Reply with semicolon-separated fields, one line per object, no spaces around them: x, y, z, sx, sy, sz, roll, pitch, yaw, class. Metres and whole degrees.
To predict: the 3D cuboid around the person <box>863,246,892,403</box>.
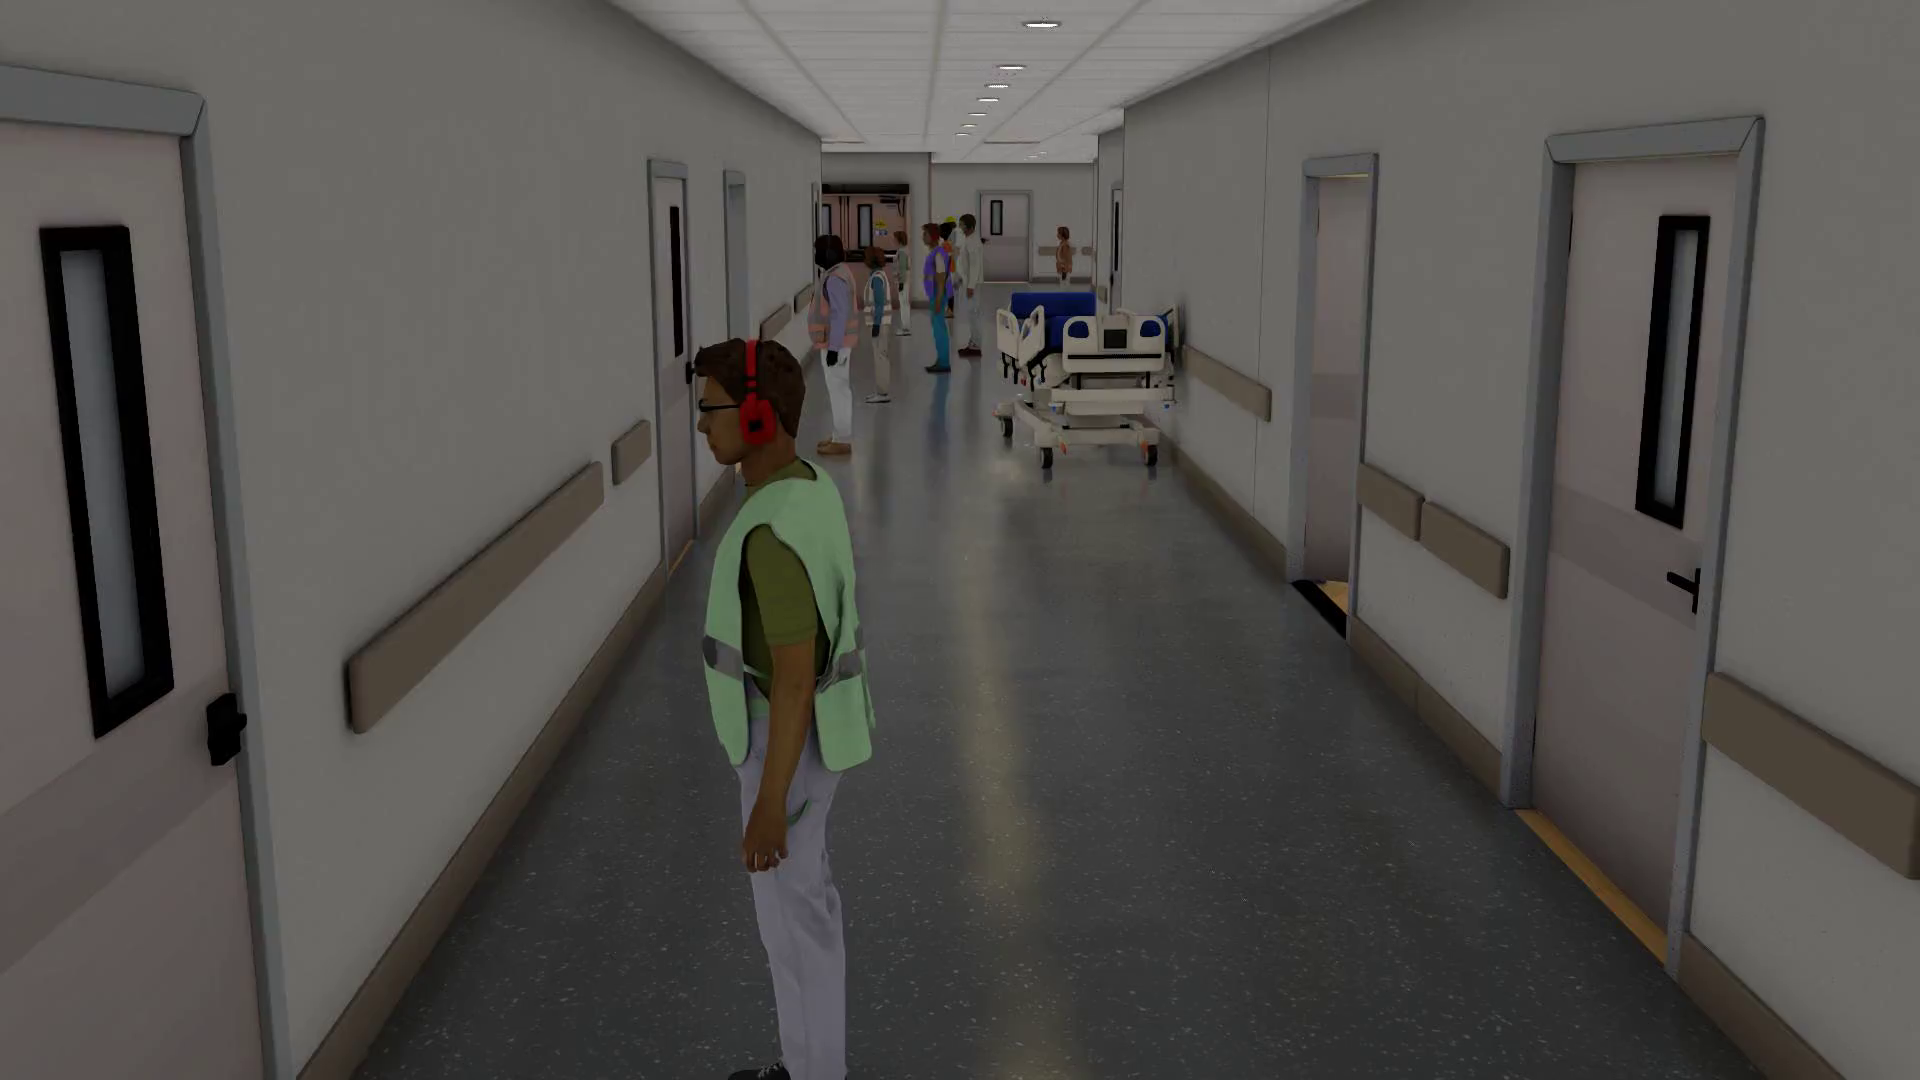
-0.870;-2.267;17.534;0.310;1.636;0.522;0;12;-2;person

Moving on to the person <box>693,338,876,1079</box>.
-0.371;0.479;3.653;0.373;1.840;0.570;0;12;-2;person

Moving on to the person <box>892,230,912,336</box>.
-0.911;-4.032;26.126;0.310;1.638;0.522;0;12;-2;person

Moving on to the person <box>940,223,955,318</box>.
-0.244;-4.852;29.980;0.317;1.695;0.540;0;12;-2;person

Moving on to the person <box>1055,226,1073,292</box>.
1.860;-4.783;29.784;0.310;1.638;0.522;0;12;-2;person

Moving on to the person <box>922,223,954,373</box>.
-0.278;-2.975;20.543;0.401;1.830;0.604;-2;12;-8;person

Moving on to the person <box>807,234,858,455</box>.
-1.068;-1.638;13.974;0.429;1.839;0.633;0;12;-2;person

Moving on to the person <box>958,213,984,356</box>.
0.145;-3.470;22.660;0.356;1.936;0.635;0;12;-2;person

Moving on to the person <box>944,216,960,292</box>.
-0.182;-6.581;38.342;0.378;1.731;0.505;1;12;6;person
